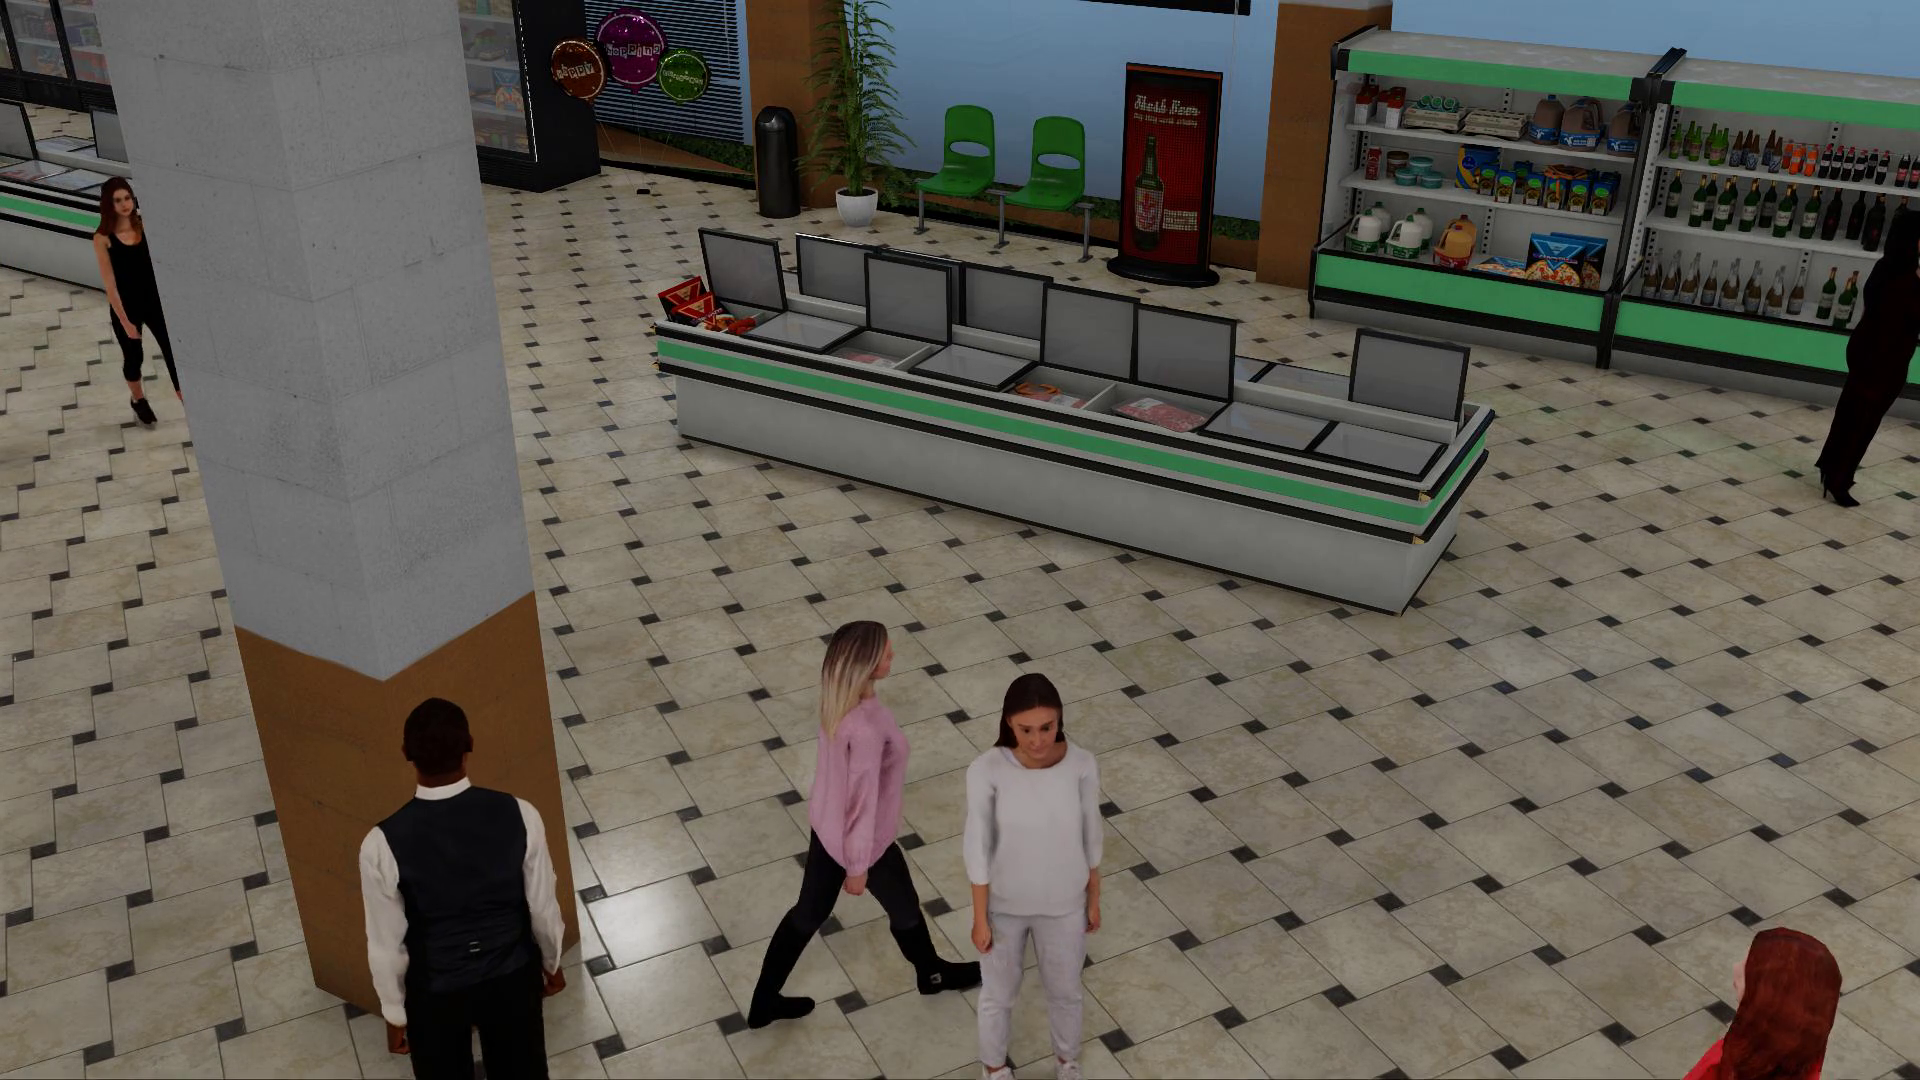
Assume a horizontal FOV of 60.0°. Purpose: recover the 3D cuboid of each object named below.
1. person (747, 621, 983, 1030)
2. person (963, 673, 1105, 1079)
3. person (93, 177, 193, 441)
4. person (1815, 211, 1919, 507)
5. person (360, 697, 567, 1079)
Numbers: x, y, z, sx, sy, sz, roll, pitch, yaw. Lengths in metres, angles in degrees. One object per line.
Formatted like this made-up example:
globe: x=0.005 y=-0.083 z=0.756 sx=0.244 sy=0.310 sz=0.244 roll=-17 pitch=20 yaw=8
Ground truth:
person: x=-0.449 y=1.033 z=5.713 sx=1.150 sy=1.638 sz=1.167 roll=-10 pitch=29 yaw=-19
person: x=0.204 y=1.142 z=5.449 sx=0.712 sy=1.682 sz=0.788 roll=-5 pitch=27 yaw=-11
person: x=-5.242 y=-1.448 z=10.556 sx=0.798 sy=1.683 sz=1.230 roll=-24 pitch=36 yaw=-39
person: x=5.356 y=-1.071 z=9.730 sx=0.657 sy=1.756 sz=0.699 roll=10 pitch=29 yaw=19
person: x=-1.402 y=1.320 z=4.844 sx=0.819 sy=1.912 sz=0.835 roll=-13 pitch=30 yaw=-23
